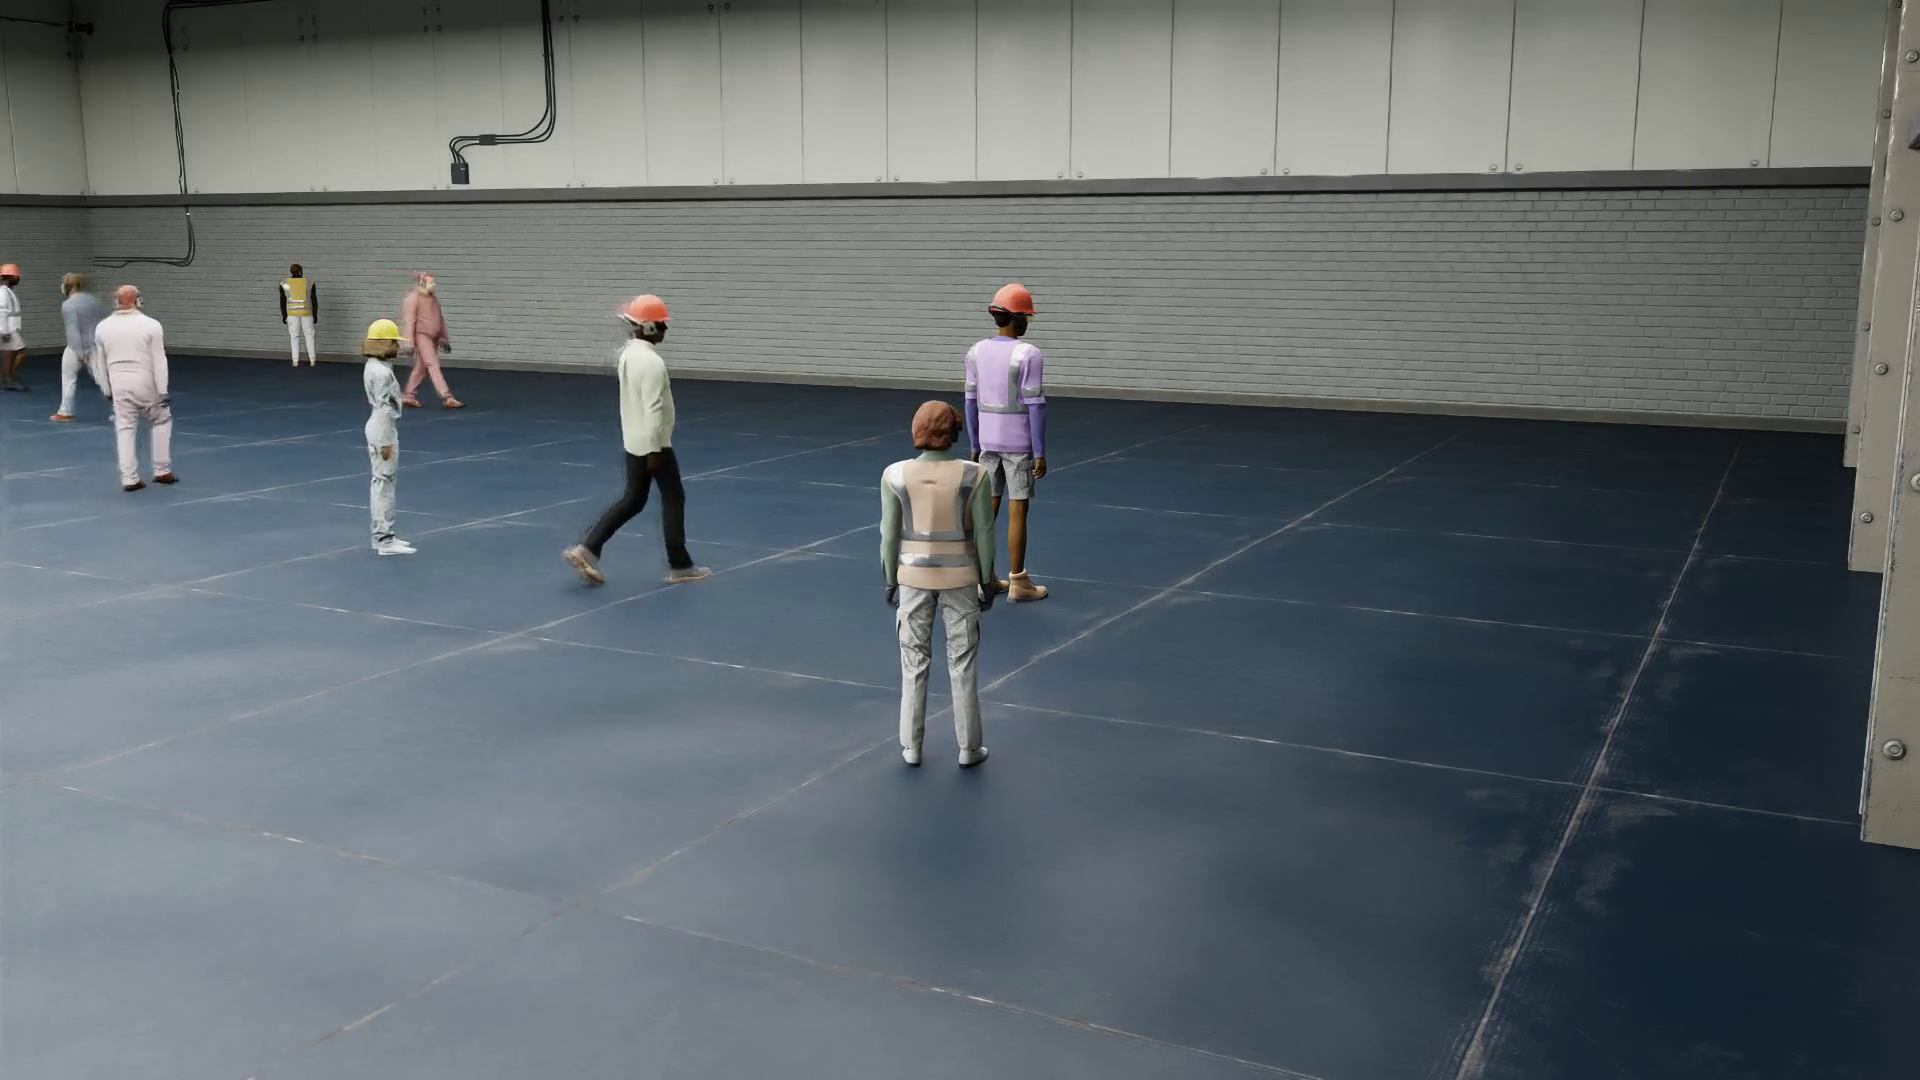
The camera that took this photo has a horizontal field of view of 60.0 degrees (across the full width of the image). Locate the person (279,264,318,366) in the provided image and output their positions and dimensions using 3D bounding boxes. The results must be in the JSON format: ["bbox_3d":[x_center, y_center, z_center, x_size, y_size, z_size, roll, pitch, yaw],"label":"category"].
[{"bbox_3d":[-11.904,-4.047,29.980,0.624,1.837,0.430,-4,11,-21],"label":"person"}]

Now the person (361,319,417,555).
[{"bbox_3d":[-4.237,-0.761,12.323,0.308,1.738,0.491,-5,11,-25],"label":"person"}]

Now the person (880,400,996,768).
[{"bbox_3d":[-0.096,0.202,7.338,0.514,1.640,0.310,1,10,7],"label":"person"}]

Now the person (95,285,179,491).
[{"bbox_3d":[-7.636,-1.418,15.490,0.670,1.880,0.750,0,10,1],"label":"person"}]

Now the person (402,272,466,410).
[{"bbox_3d":[-7.197,-2.694,22.555,1.020,1.852,0.666,2,11,12],"label":"person"}]

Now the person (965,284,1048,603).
[{"bbox_3d":[0.324,-0.621,10.725,0.615,2.041,0.387,9,14,41],"label":"person"}]

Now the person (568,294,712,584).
[{"bbox_3d":[-2.167,-0.659,11.154,0.895,1.968,0.622,-6,12,-30],"label":"person"}]

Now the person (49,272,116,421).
[{"bbox_3d":[-11.033,-2.423,20.991,1.019,1.898,0.630,1,10,7],"label":"person"}]

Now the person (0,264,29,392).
[{"bbox_3d":[-14.192,-3.168,24.941,0.515,1.919,0.566,-3,11,-18],"label":"person"}]
